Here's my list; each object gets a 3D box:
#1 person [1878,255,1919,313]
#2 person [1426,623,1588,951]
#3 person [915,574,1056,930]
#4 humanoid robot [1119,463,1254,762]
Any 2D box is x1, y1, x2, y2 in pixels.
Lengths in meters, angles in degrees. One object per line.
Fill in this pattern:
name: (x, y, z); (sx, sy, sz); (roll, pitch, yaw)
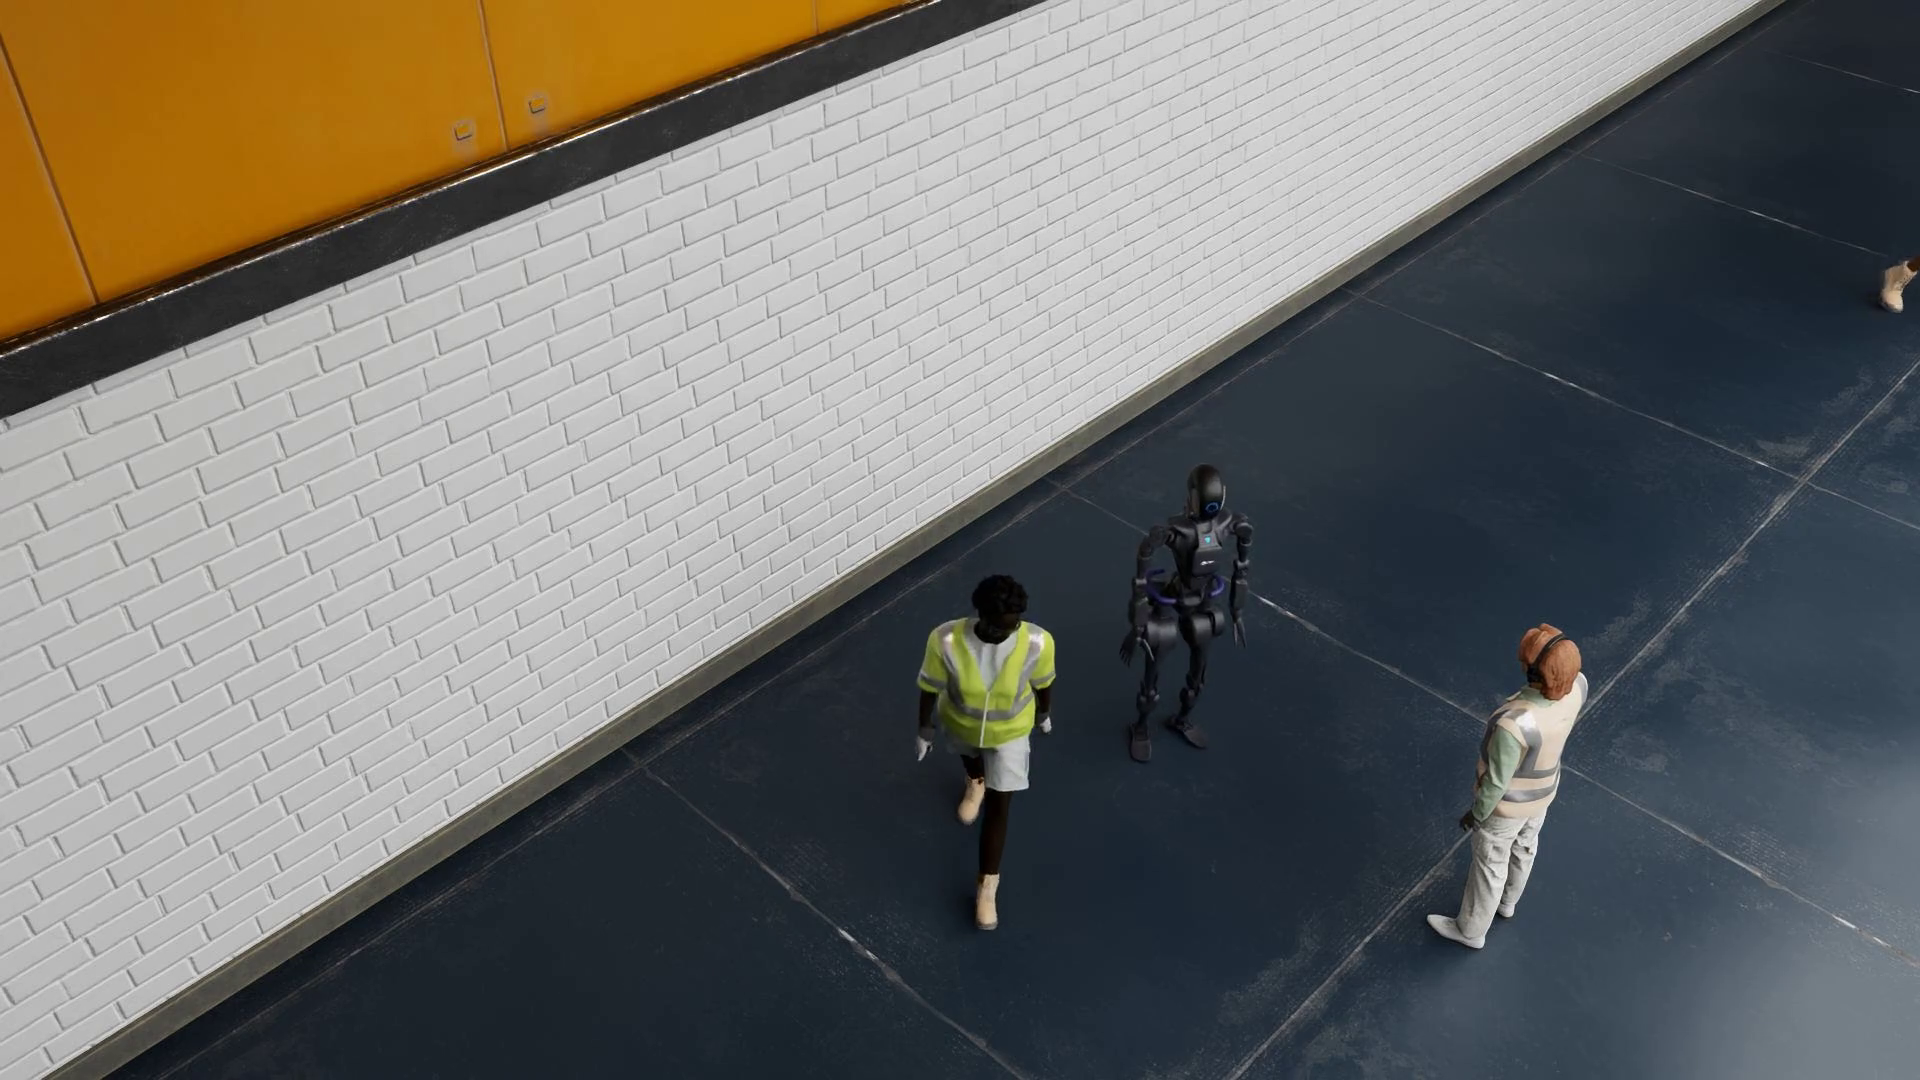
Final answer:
person: (6.508, -2.279, 10.385); (0.634, 2.011, 0.779); (-28, 46, -31)
person: (2.186, 0.993, 6.578); (0.513, 1.641, 0.308); (-28, 47, -31)
person: (0.101, 0.772, 6.850); (0.542, 1.634, 0.908); (6, 39, 7)
humanoid robot: (0.996, 0.330, 7.380); (0.585, 1.647, 0.330); (-10, 40, -13)
